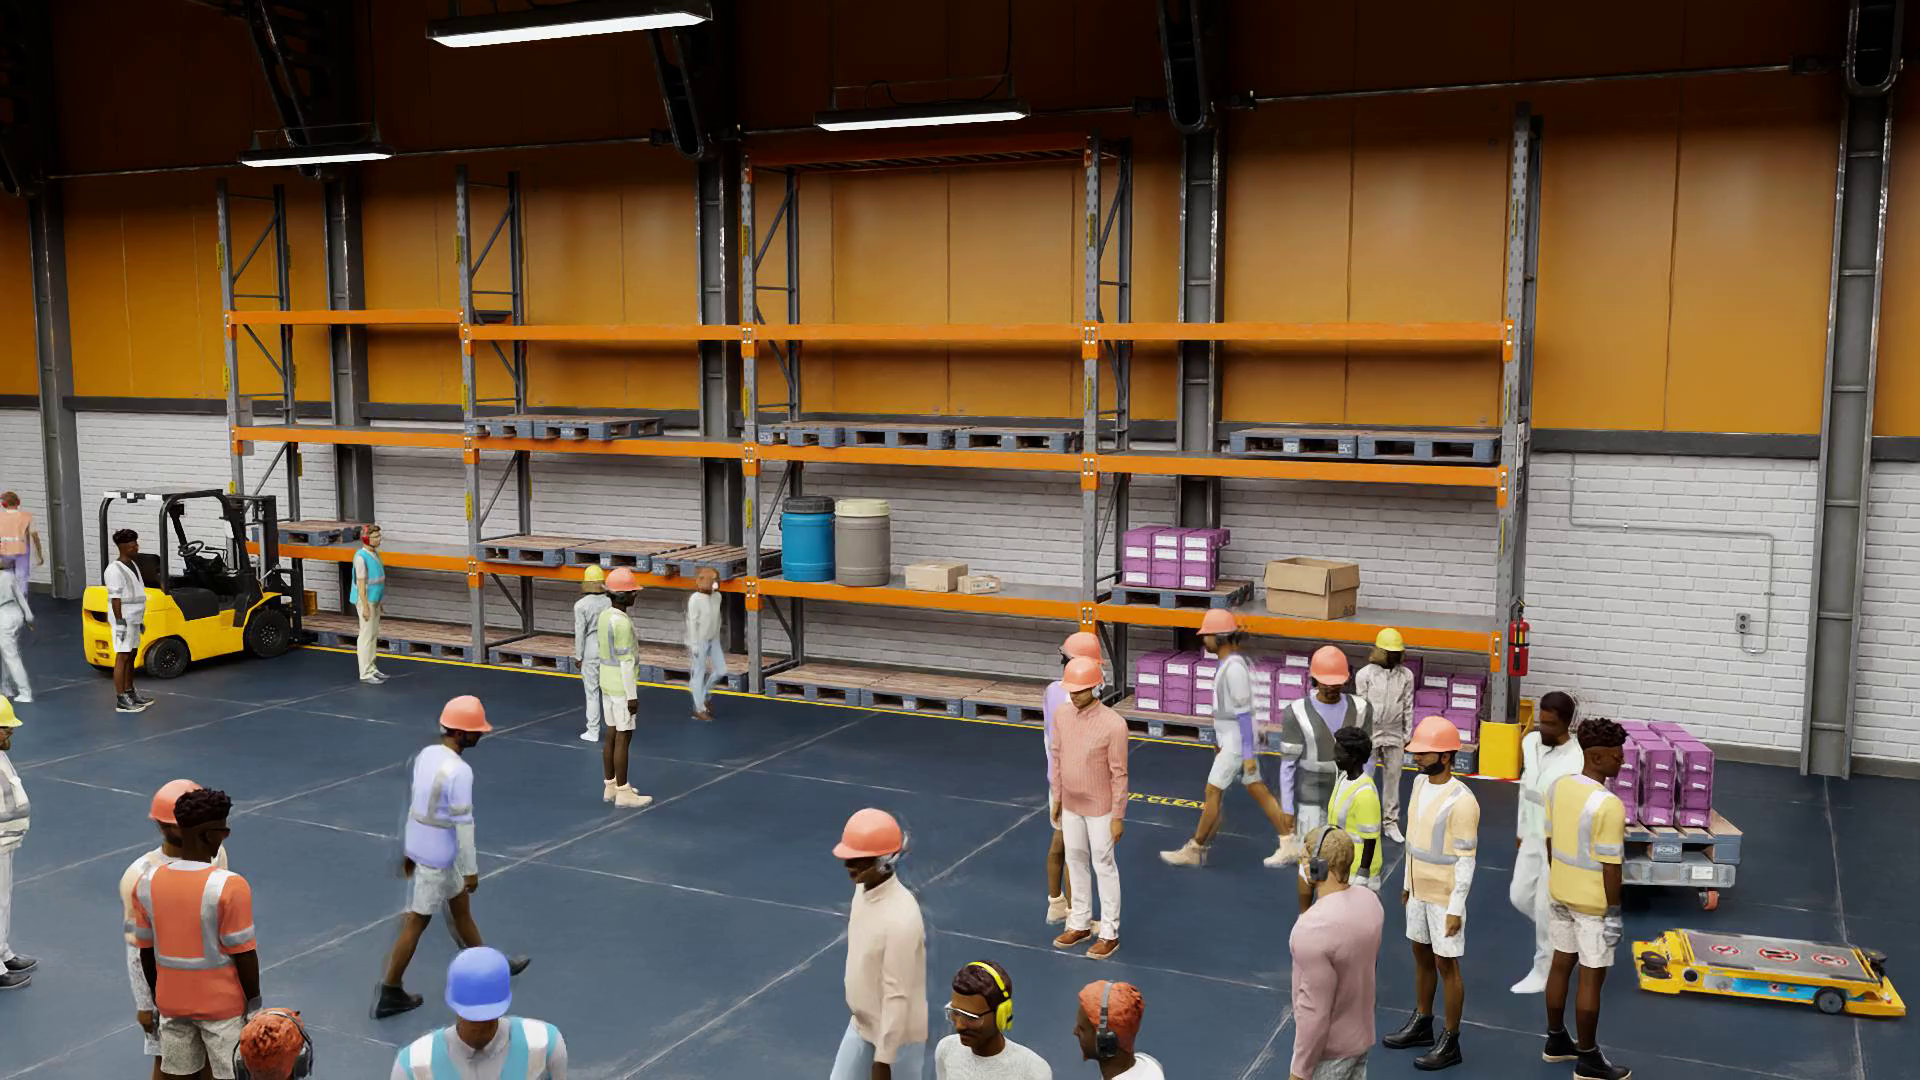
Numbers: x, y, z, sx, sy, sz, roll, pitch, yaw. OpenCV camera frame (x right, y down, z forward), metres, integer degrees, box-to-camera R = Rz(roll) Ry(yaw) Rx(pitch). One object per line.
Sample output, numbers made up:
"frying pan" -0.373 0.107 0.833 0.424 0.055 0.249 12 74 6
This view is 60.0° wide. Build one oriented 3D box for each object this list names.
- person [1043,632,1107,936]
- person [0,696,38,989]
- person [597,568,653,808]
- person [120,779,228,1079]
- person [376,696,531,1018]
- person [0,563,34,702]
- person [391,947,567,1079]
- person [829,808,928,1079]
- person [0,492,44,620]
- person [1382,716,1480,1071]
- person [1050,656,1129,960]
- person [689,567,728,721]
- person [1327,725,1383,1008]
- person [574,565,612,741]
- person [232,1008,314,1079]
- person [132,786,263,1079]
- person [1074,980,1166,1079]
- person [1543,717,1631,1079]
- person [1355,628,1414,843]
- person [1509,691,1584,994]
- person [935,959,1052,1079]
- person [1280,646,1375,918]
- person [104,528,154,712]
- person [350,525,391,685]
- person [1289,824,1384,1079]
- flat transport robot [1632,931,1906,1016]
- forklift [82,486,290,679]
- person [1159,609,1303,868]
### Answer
"person" 0.786 1.625 11.167 0.392 2.033 0.605 -3 7 -21
"person" -5.924 1.850 10.206 0.403 1.817 0.601 -3 8 -25
"person" -2.877 1.253 14.189 0.377 2.045 0.605 -4 8 -30
"person" -3.658 2.075 7.888 0.383 1.930 0.545 3 8 26
"person" -3.039 1.856 9.922 1.028 1.865 0.550 -5 8 -35
"person" -10.521 0.936 18.263 0.787 1.675 0.512 2 7 16
"person" -1.670 2.329 5.838 0.638 1.919 0.525 -2 7 -18
"person" -0.447 2.137 7.220 0.886 1.957 0.641 -3 8 -24
"person" -13.341 0.229 23.549 0.611 1.820 0.500 -2 7 -17
"person" 2.592 1.919 9.124 0.357 1.938 0.542 -2 7 -18
"person" 0.809 1.711 10.709 0.434 1.977 0.601 -7 10 -43
"person" -2.636 1.084 17.337 0.344 1.624 0.515 5 8 34
"person" 2.343 1.941 9.922 0.317 1.696 0.540 0 7 -2
"person" -3.609 1.119 16.534 0.492 1.740 0.325 -5 9 -38
"person" -2.151 2.414 5.303 0.578 1.879 0.352 -1 7 -5
"person" -3.433 2.094 7.588 0.602 1.958 0.381 2 7 14
"person" 0.539 2.385 5.557 0.349 1.876 0.568 2 7 19
"person" 3.385 1.922 8.989 0.371 1.963 0.608 -1 7 -12
"person" 3.334 1.543 13.086 0.486 1.734 0.361 -1 7 -9
"person" 3.620 1.827 10.089 0.485 1.891 0.648 -3 7 -21
"person" 0.101 2.362 5.790 0.501 1.865 0.334 5 9 36
"person" 2.386 1.678 10.768 0.632 2.026 0.408 -1 7 -7
"person" -8.921 0.850 17.835 0.368 1.967 0.600 -1 7 -8
"person" -6.838 0.739 19.242 0.392 1.847 0.563 0 7 -2
"person" 1.582 2.164 7.098 0.352 1.937 0.635 5 9 38
"flat transport robot" 4.907 2.620 10.161 1.431 0.197 0.652 2 7 17
"forklift" -9.426 0.454 20.179 1.214 2.155 2.313 3 8 26
"person" 2.097 1.499 12.498 1.086 1.978 0.627 1 7 6
